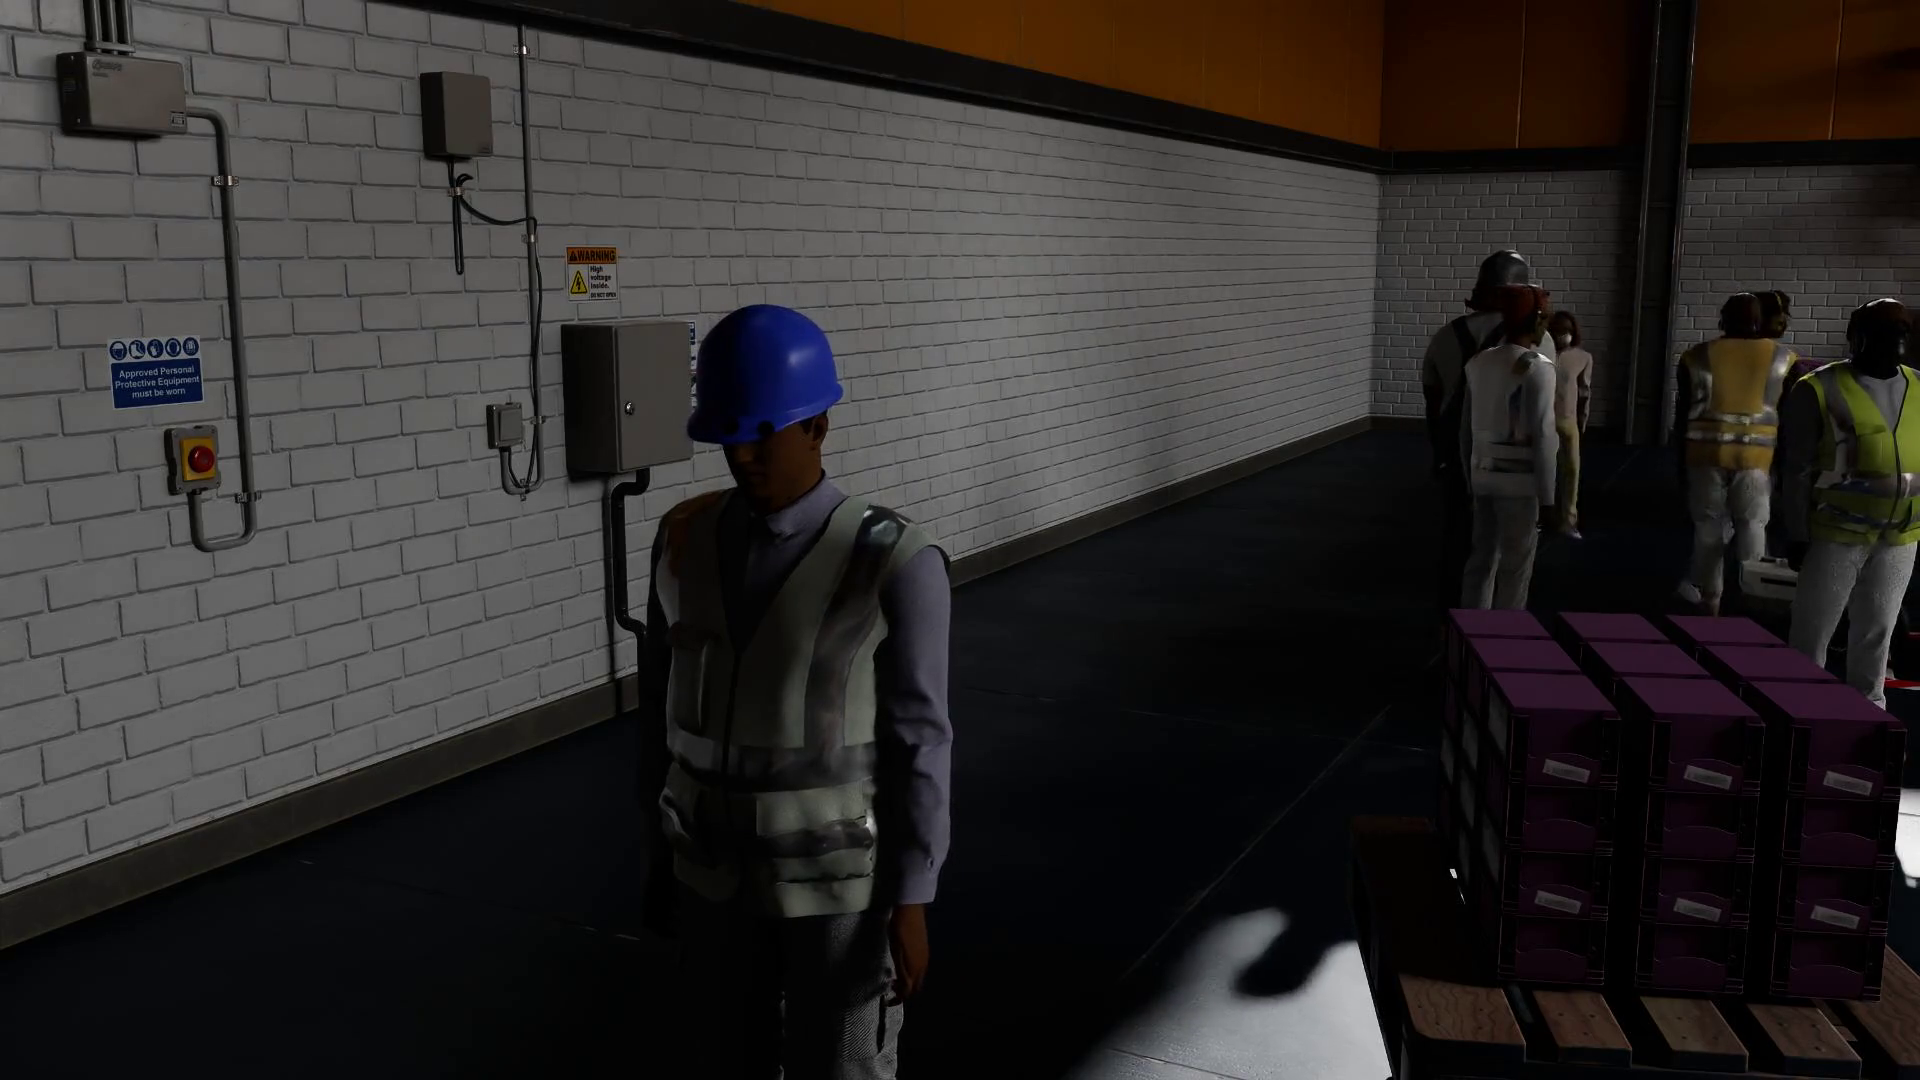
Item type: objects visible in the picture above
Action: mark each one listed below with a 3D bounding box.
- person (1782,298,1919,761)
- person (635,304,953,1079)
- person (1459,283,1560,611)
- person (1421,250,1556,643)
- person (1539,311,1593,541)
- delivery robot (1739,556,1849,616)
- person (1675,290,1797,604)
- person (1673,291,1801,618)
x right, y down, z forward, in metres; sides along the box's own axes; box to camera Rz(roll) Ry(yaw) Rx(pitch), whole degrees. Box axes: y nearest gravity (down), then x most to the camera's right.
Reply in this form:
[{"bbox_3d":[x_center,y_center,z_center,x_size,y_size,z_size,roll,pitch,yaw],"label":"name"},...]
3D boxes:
[{"bbox_3d":[3.579,-0.028,6.607,0.625,1.846,0.429,-1,10,-4],"label":"person"},{"bbox_3d":[-0.306,0.567,2.885,0.604,1.939,0.401,5,11,26],"label":"person"},{"bbox_3d":[2.535,-0.234,7.677,0.337,1.883,0.584,-4,10,-20],"label":"person"},{"bbox_3d":[2.739,-0.458,8.529,0.682,2.000,0.536,9,13,43],"label":"person"},{"bbox_3d":[4.200,-0.798,11.751,0.520,1.612,0.663,1,10,7],"label":"person"},{"bbox_3d":[4.379,0.243,8.496,0.477,0.478,0.707,-8,13,-39],"label":"delivery robot"},{"bbox_3d":[4.544,-0.522,9.565,0.993,1.824,0.503,-3,10,-17],"label":"person"},{"bbox_3d":[4.194,-0.431,9.030,0.628,1.819,0.625,4,10,20],"label":"person"}]
